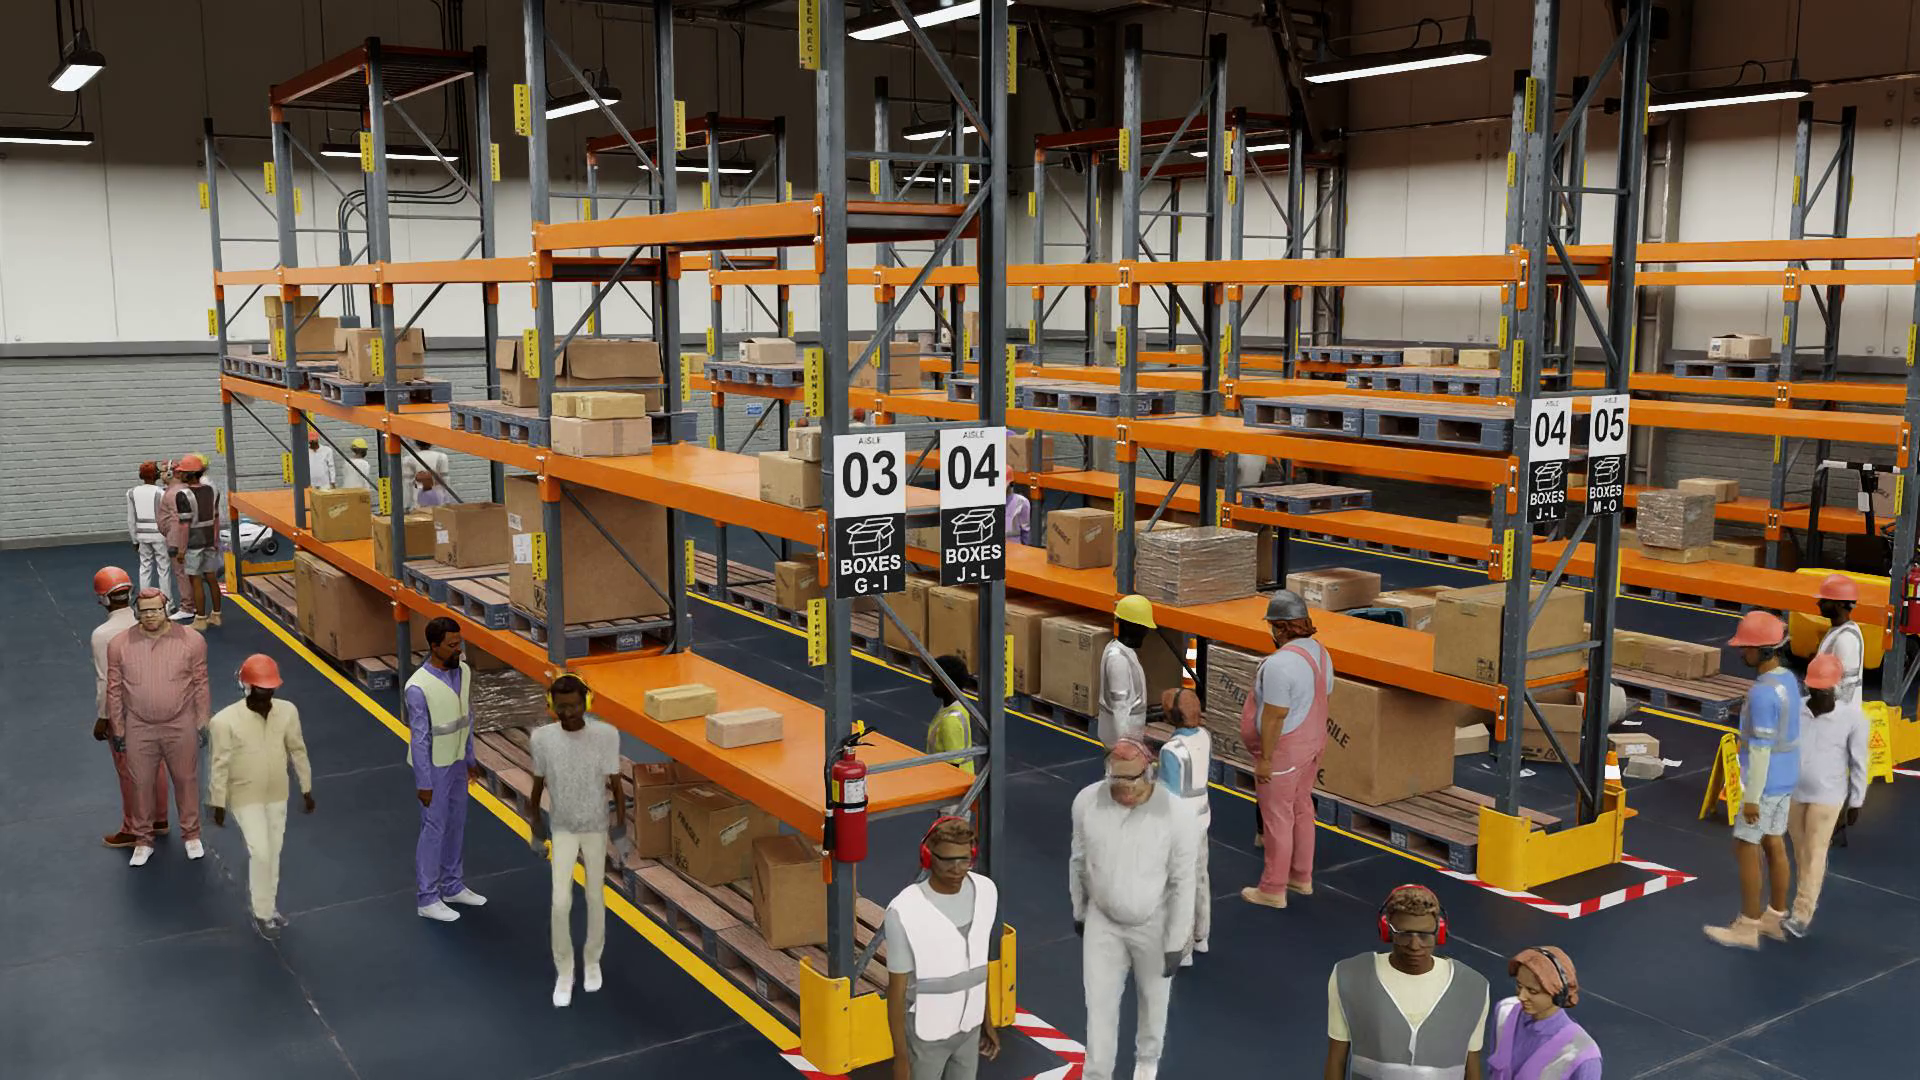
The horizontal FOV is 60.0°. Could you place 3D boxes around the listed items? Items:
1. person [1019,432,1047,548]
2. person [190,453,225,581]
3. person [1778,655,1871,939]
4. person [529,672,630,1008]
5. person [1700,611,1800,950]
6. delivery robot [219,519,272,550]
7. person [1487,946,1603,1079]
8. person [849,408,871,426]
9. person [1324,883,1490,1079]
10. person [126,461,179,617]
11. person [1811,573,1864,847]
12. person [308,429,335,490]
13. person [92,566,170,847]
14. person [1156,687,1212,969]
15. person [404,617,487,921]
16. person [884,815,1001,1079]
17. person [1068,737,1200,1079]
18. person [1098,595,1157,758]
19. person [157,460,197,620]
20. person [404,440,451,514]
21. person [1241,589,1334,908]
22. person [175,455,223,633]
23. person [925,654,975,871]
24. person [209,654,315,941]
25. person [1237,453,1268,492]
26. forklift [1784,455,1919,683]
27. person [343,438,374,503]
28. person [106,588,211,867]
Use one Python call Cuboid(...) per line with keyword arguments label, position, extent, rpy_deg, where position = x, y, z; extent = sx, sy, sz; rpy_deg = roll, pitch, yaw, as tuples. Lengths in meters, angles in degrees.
Cuboid(label="person", position=(1.073, -0.713, 24.856), extent=(0.407, 1.820, 0.594), rpy_deg=(-6, 11, -36))
Cuboid(label="person", position=(-10.117, -0.298, 22.261), extent=(0.405, 1.750, 0.535), rpy_deg=(-5, 10, -29))
Cuboid(label="person", position=(5.174, 1.545, 10.171), extent=(0.866, 1.706, 0.571), rpy_deg=(-7, 11, -39))
Cuboid(label="person", position=(-2.093, 1.632, 9.146), extent=(0.523, 1.842, 0.662), rpy_deg=(-2, 9, -12))
Cuboid(label="person", position=(4.745, 1.428, 9.918), extent=(0.479, 2.029, 0.630), rpy_deg=(7, 11, 38))
Cuboid(label="delivery robot", position=(-10.494, -0.070, 24.440), extent=(0.477, 0.478, 0.707), rpy_deg=(5, 10, 33))
Cuboid(label="person", position=(2.061, 2.222, 5.924), extent=(0.314, 1.634, 0.515), rpy_deg=(-3, 9, -20))
Cuboid(label="person", position=(-1.763, -1.415, 29.350), extent=(0.596, 1.864, 0.637), rpy_deg=(2, 9, 11))
Cuboid(label="person", position=(1.583, 2.112, 5.954), extent=(0.567, 1.843, 0.389), rpy_deg=(1, 9, 5))
Cuboid(label="person", position=(-9.644, -0.006, 19.921), extent=(0.584, 1.884, 0.349), rpy_deg=(1, 9, 6))
Cuboid(label="person", position=(6.151, 1.196, 11.734), extent=(0.366, 1.939, 0.542), rpy_deg=(4, 9, 23))
Cuboid(label="person", position=(-10.284, -0.933, 26.575), extent=(0.575, 1.740, 0.349), rpy_deg=(-4, 9, -23))
Cuboid(label="person", position=(-5.886, 1.170, 11.747), extent=(0.392, 1.988, 0.609), rpy_deg=(2, 9, 12))
Cuboid(label="person", position=(1.296, 1.660, 9.649), extent=(0.310, 1.636, 0.523), rpy_deg=(6, 10, 34))
Cuboid(label="person", position=(-3.244, 1.414, 10.404), extent=(0.392, 1.911, 0.585), rpy_deg=(2, 9, 13))
Cuboid(label="person", position=(-0.078, 1.995, 6.739), extent=(0.391, 1.841, 0.564), rpy_deg=(8, 12, 44))
Cuboid(label="person", position=(0.786, 1.825, 7.837), extent=(0.652, 1.849, 0.890), rpy_deg=(3, 9, 19))
Cuboid(label="person", position=(1.105, 1.309, 11.056), extent=(0.380, 1.917, 0.586), rpy_deg=(1, 9, 4))
Cuboid(label="person", position=(-9.351, -0.006, 19.847), extent=(0.401, 1.910, 0.641), rpy_deg=(-2, 9, -13))
Cuboid(label="person", position=(-7.399, -0.569, 23.155), extent=(0.613, 2.041, 0.392), rpy_deg=(-3, 9, -17))
Cuboid(label="person", position=(2.069, 1.306, 10.666), extent=(0.535, 2.000, 0.685), rpy_deg=(7, 11, 38))
Cuboid(label="person", position=(-8.761, 0.040, 19.086), extent=(0.376, 2.042, 0.615), rpy_deg=(3, 9, 16))
Cuboid(label="person", position=(-0.063, 1.538, 10.260), extent=(0.318, 1.697, 0.535), rpy_deg=(0, 9, 0))
Cuboid(label="person", position=(-4.185, 1.543, 10.077), extent=(0.592, 1.730, 0.586), rpy_deg=(6, 10, 35))
Cuboid(label="person", position=(4.314, -0.737, 24.919), extent=(0.564, 1.844, 0.533), rpy_deg=(-1, 9, -8))
Cuboid(label="forklift", position=(9.643, 0.253, 17.172), extent=(2.313, 2.155, 1.214), rpy_deg=(-6, 10, -33))
Cuboid(label="person", position=(-8.959, -0.628, 24.607), extent=(0.542, 1.727, 0.625), rpy_deg=(7, 11, 38))
Cuboid(label="person", position=(-5.471, 1.266, 11.378), extent=(0.643, 1.908, 0.408), rpy_deg=(-4, 9, -22))
